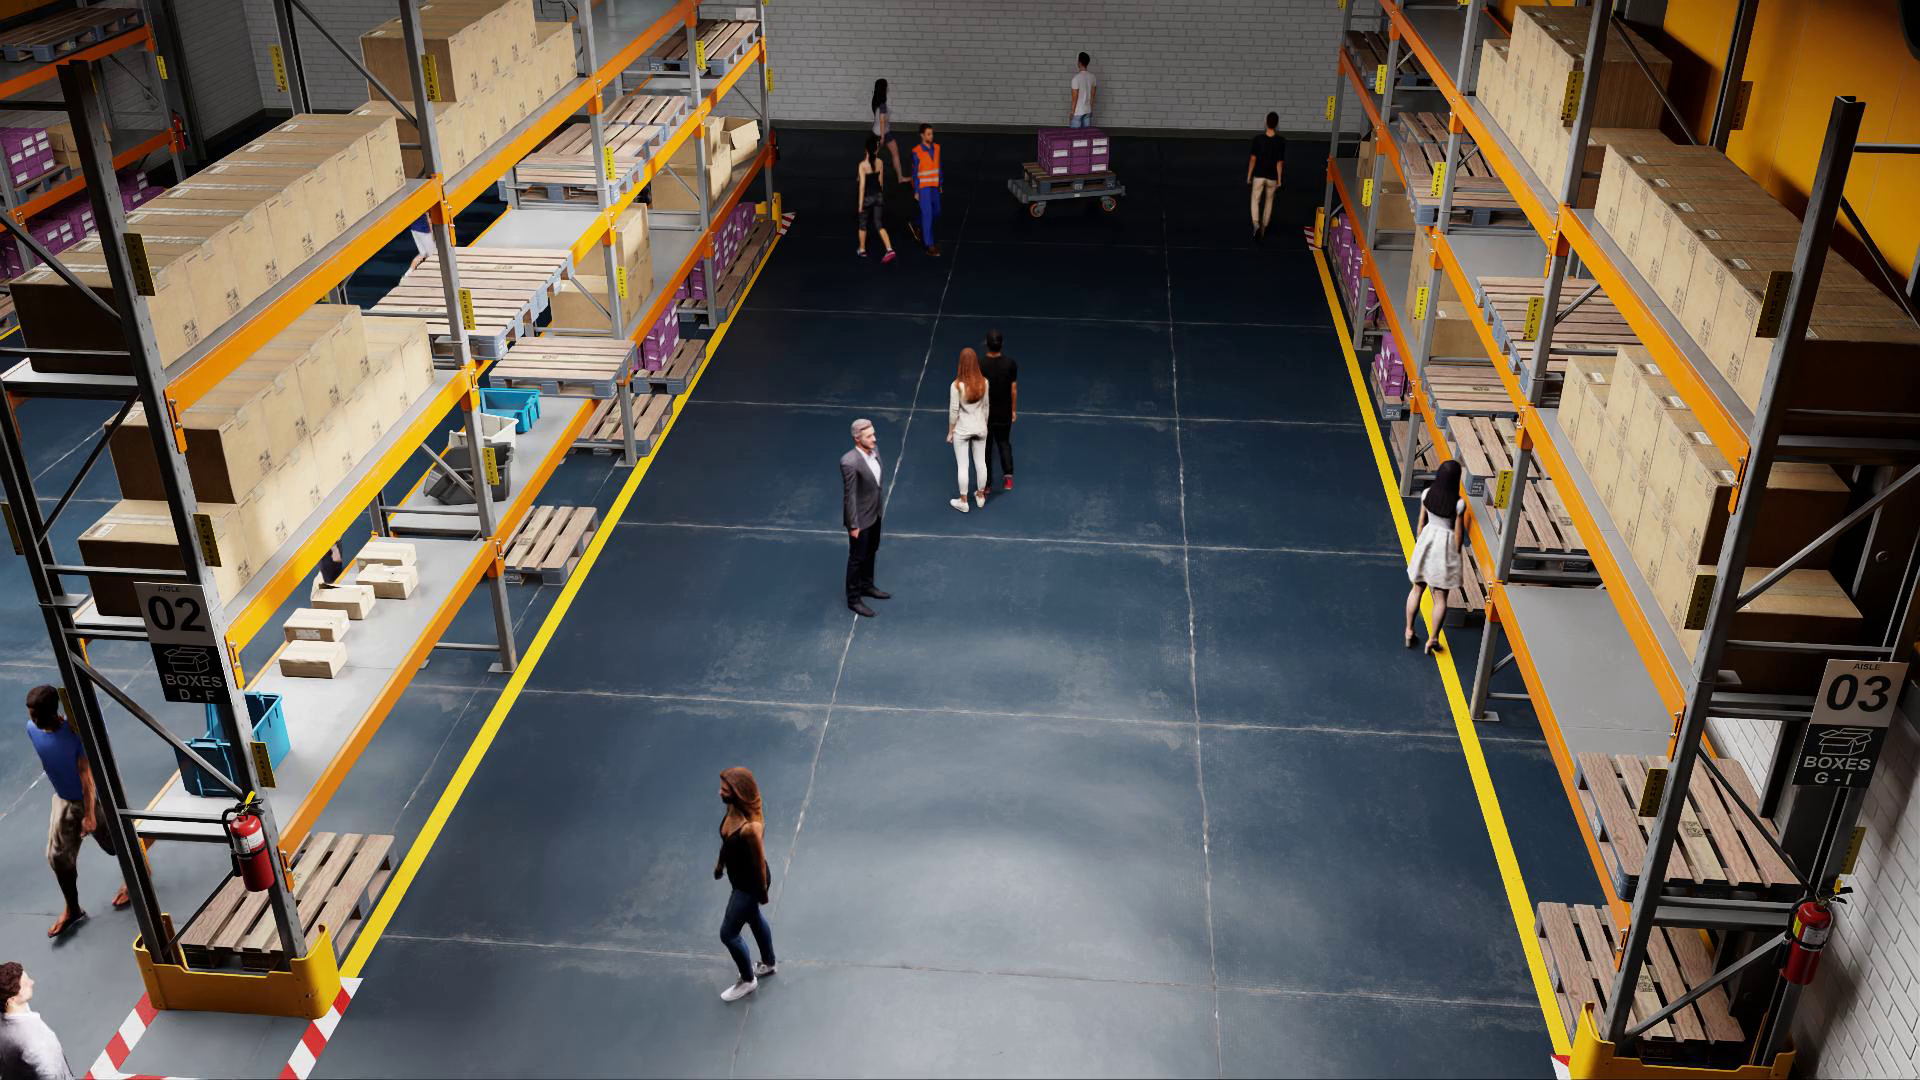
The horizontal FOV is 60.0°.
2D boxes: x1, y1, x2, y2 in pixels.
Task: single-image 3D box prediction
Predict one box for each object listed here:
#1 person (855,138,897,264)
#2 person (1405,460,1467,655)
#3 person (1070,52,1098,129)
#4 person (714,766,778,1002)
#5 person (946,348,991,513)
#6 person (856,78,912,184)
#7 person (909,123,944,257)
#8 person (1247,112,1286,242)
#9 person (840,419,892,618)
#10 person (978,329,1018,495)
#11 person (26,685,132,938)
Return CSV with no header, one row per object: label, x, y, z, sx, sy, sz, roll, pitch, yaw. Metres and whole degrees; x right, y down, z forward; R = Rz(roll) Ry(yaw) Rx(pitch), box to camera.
person,-1.153,-4.657,23.002,1.040,1.689,1.145,-21,35,-33
person,4.052,0.135,14.135,0.782,1.769,0.819,22,36,35
person,1.985,-7.010,27.130,0.749,1.867,0.804,-21,35,-34
person,-1.282,2.130,10.541,0.768,1.707,0.707,-11,30,-19
person,0.101,-1.089,16.436,0.693,1.713,0.706,-12,31,-21
person,-1.310,-6.402,26.227,0.997,1.664,1.134,-11,31,-20
person,-0.513,-4.944,23.363,1.042,1.848,1.094,-23,36,-35
person,4.364,-5.142,23.738,0.673,1.836,1.015,4,29,7
person,-0.845,-0.244,14.756,0.853,1.839,0.651,12,31,20
person,0.315,-1.280,16.741,0.693,1.756,0.691,-5,29,-9
person,-5.866,1.683,11.227,0.649,1.835,0.919,4,29,6
